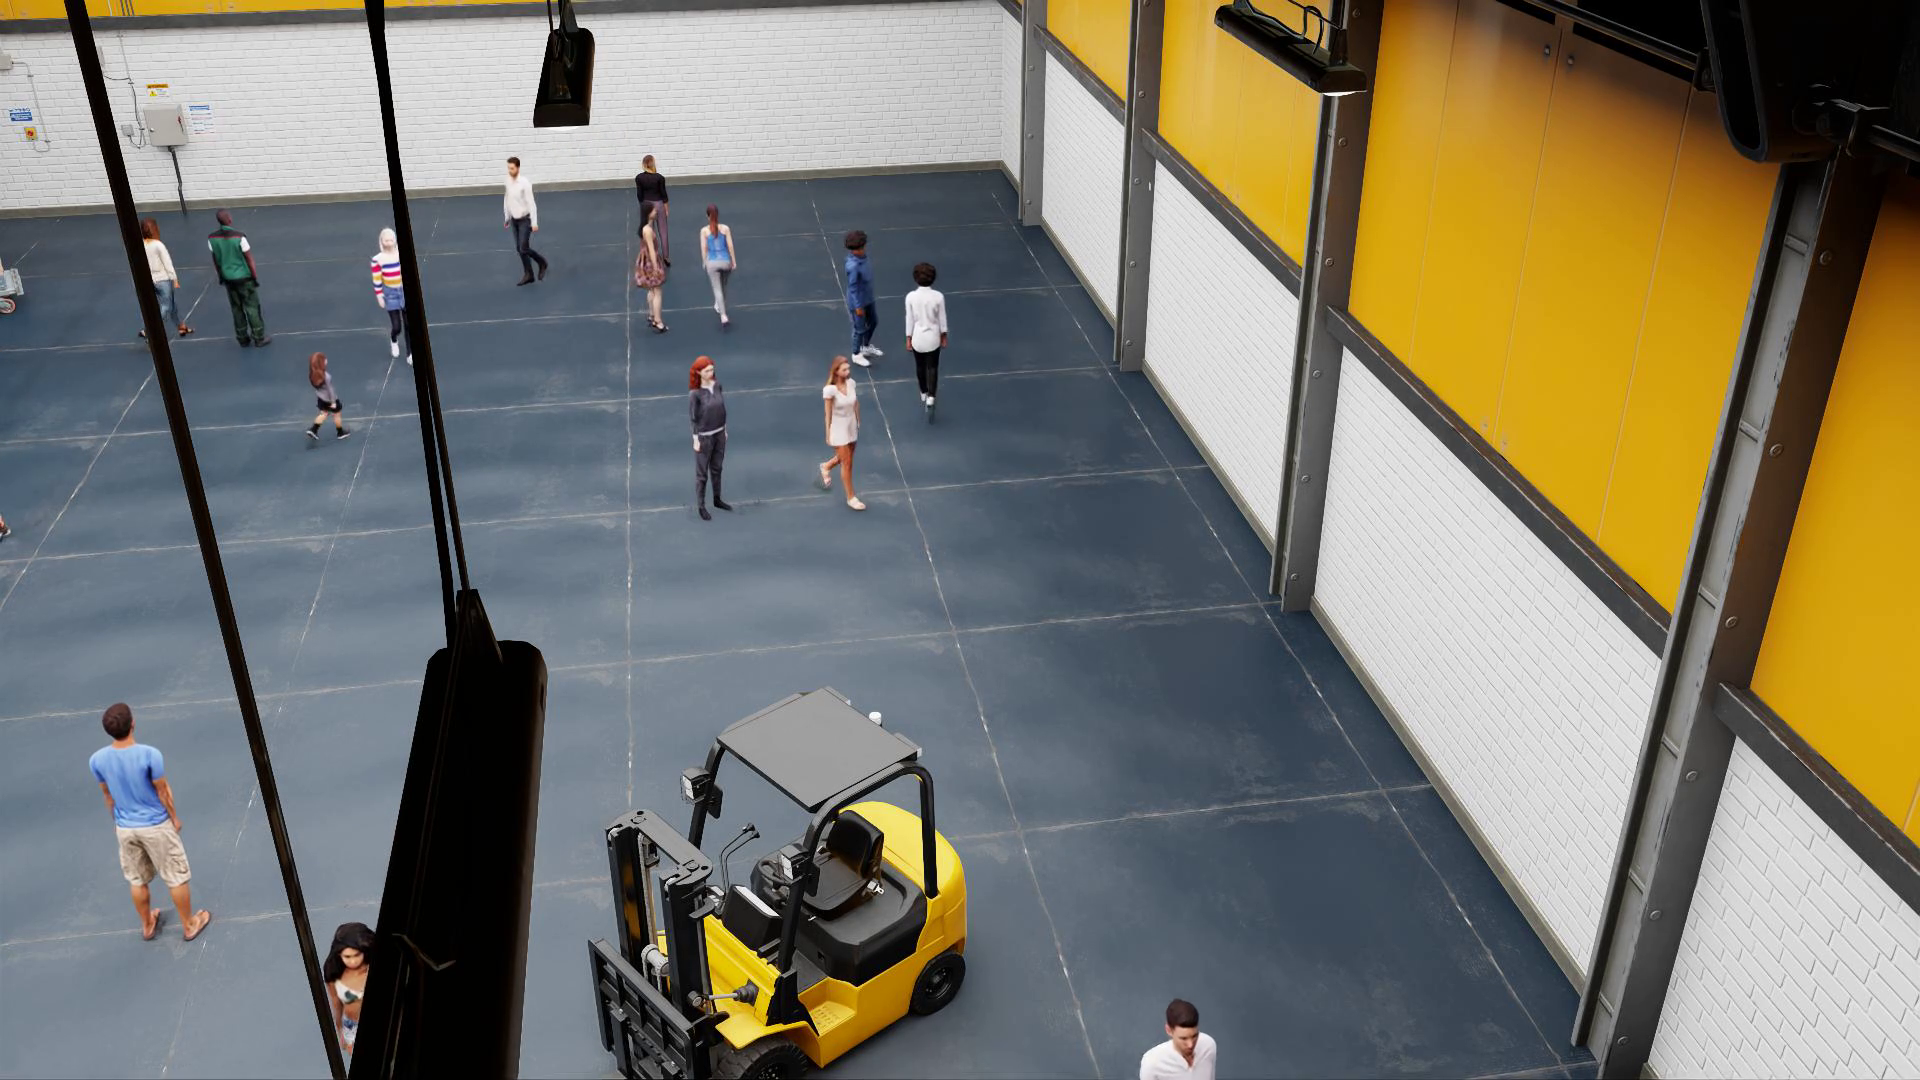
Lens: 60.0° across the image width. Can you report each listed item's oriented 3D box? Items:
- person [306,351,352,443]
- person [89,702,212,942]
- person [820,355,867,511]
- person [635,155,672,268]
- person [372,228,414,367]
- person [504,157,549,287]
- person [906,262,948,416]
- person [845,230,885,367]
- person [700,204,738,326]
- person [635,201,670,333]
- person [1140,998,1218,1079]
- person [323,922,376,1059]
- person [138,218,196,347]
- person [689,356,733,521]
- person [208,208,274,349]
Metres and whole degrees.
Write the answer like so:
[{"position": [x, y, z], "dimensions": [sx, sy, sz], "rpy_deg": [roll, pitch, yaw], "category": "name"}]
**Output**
[{"position": [-7.292, -1.626, 19.013], "dimensions": [0.731, 1.095, 0.777], "rpy_deg": [21, 35, 33], "category": "person"}, {"position": [-5.693, 1.984, 11.603], "dimensions": [0.689, 1.853, 0.655], "rpy_deg": [-1, 29, -1], "category": "person"}, {"position": [-1.288, -1.179, 17.594], "dimensions": [0.942, 1.670, 1.112], "rpy_deg": [-24, 37, -37], "category": "person"}, {"position": [-4.455, -4.774, 24.182], "dimensions": [0.630, 1.672, 0.578], "rpy_deg": [0, 29, 0], "category": "person"}, {"position": [-7.093, -3.082, 20.947], "dimensions": [0.818, 1.799, 0.901], "rpy_deg": [-18, 33, -30], "category": "person"}, {"position": [-6.133, -4.530, 23.545], "dimensions": [0.834, 1.854, 0.900], "rpy_deg": [22, 35, 34], "category": "person"}, {"position": [-0.394, -2.363, 19.643], "dimensions": [0.755, 1.786, 1.131], "rpy_deg": [0, 29, -1], "category": "person"}, {"position": [-1.250, -3.045, 20.891], "dimensions": [0.909, 1.789, 0.781], "rpy_deg": [6, 29, 11], "category": "person"}, {"position": [-3.220, -3.632, 22.200], "dimensions": [0.754, 1.565, 1.133], "rpy_deg": [-11, 30, -19], "category": "person"}, {"position": [-4.072, -3.593, 21.913], "dimensions": [0.762, 1.770, 0.630], "rpy_deg": [-10, 30, -17], "category": "person"}, {"position": [1.177, 3.230, 9.323], "dimensions": [0.678, 1.849, 0.732], "rpy_deg": [-10, 30, -17], "category": "person"}, {"position": [-3.583, 2.923, 10.141], "dimensions": [0.617, 1.605, 0.905], "rpy_deg": [-7, 29, -13], "category": "person"}, {"position": [-10.424, -3.305, 21.512], "dimensions": [1.029, 1.650, 1.137], "rpy_deg": [16, 33, 27], "category": "person"}, {"position": [-2.612, -1.086, 17.308], "dimensions": [0.683, 1.780, 0.652], "rpy_deg": [23, 36, 36], "category": "person"}, {"position": [-9.314, -3.378, 21.449], "dimensions": [0.744, 1.839, 0.694], "rpy_deg": [2, 29, 4], "category": "person"}]
